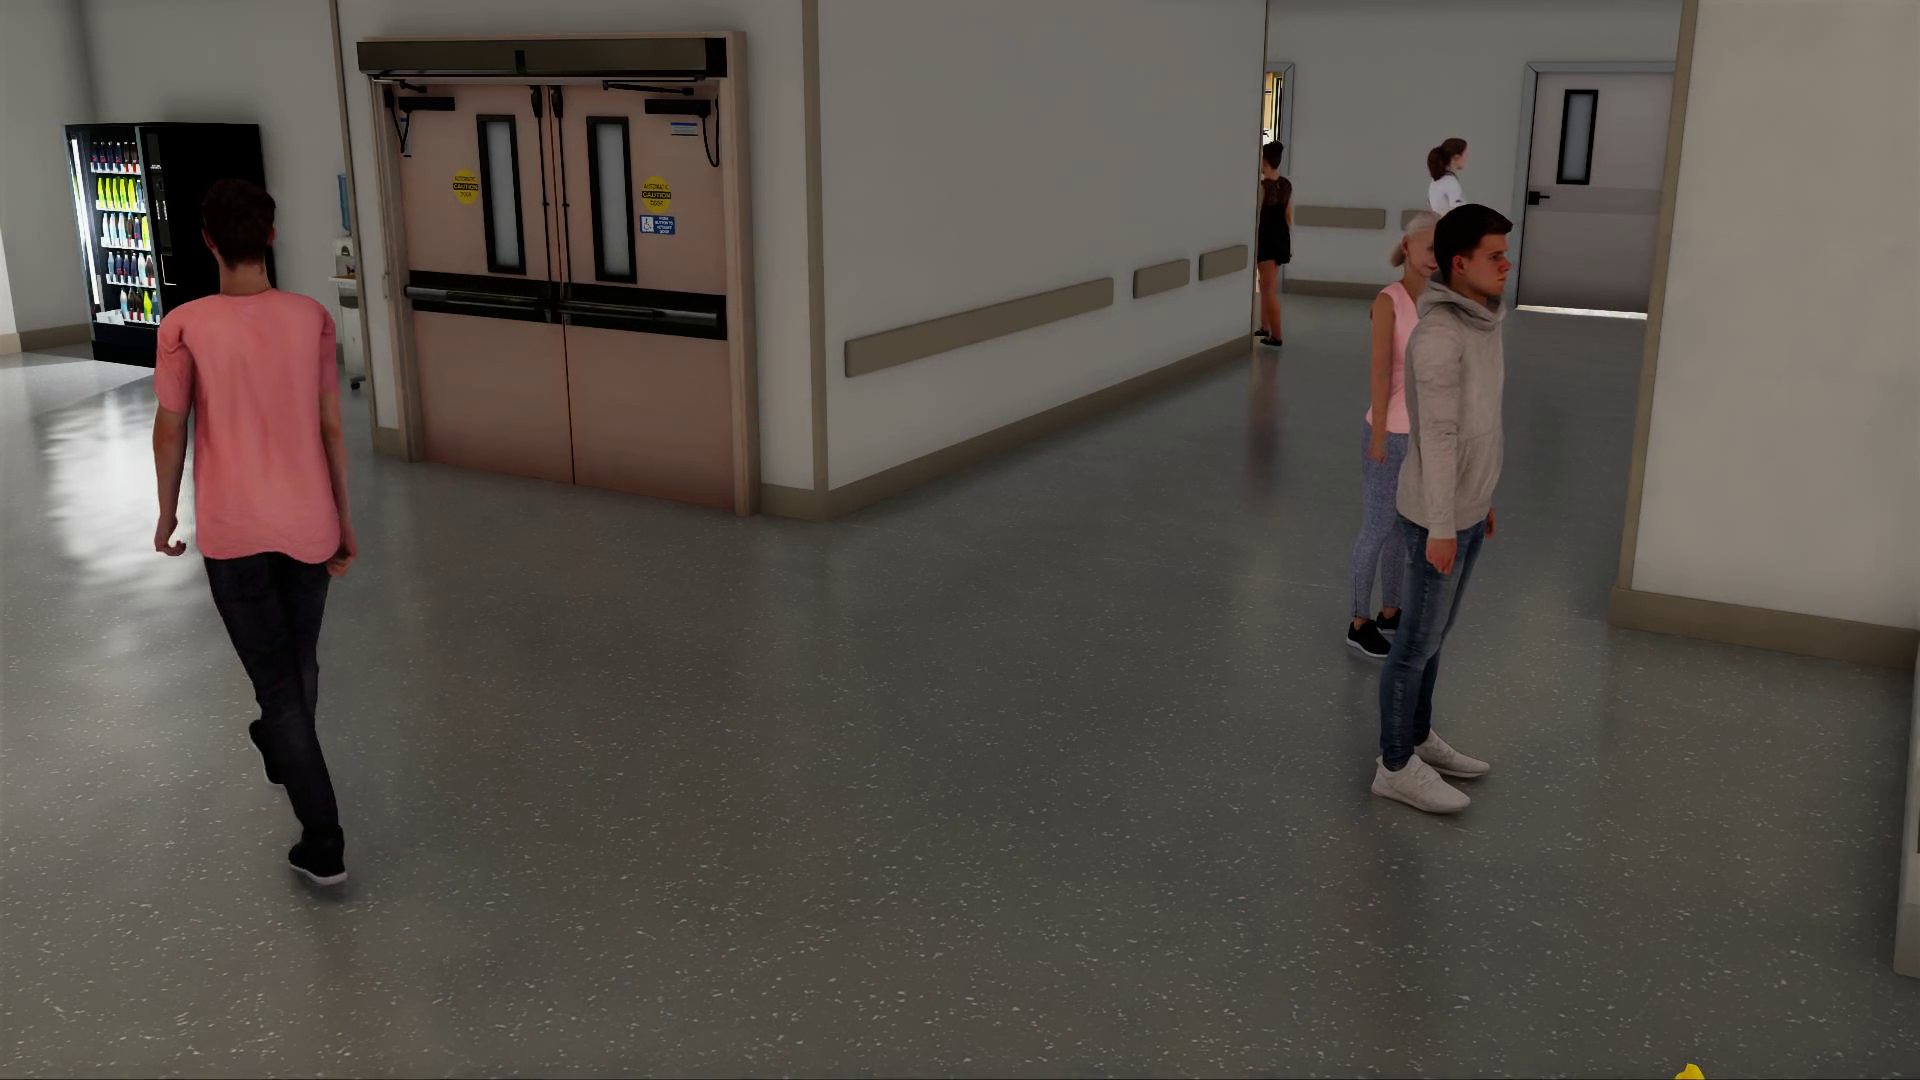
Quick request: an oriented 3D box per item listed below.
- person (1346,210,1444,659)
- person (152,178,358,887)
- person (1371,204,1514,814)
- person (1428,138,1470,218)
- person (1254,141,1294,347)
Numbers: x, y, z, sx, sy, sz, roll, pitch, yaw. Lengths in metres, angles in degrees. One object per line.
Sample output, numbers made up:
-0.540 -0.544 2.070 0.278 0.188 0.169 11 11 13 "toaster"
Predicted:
1.724 -0.421 6.522 0.629 1.720 0.626 -13 20 -38 "person"
-1.880 0.029 4.580 0.877 1.909 1.265 -14 21 -41 "person"
1.497 -0.106 5.158 0.547 1.853 0.657 9 18 29 "person"
3.624 -2.114 12.483 0.780 1.744 0.724 -3 16 -11 "person"
2.616 -2.416 13.707 0.736 1.662 0.815 -10 18 -31 "person"
